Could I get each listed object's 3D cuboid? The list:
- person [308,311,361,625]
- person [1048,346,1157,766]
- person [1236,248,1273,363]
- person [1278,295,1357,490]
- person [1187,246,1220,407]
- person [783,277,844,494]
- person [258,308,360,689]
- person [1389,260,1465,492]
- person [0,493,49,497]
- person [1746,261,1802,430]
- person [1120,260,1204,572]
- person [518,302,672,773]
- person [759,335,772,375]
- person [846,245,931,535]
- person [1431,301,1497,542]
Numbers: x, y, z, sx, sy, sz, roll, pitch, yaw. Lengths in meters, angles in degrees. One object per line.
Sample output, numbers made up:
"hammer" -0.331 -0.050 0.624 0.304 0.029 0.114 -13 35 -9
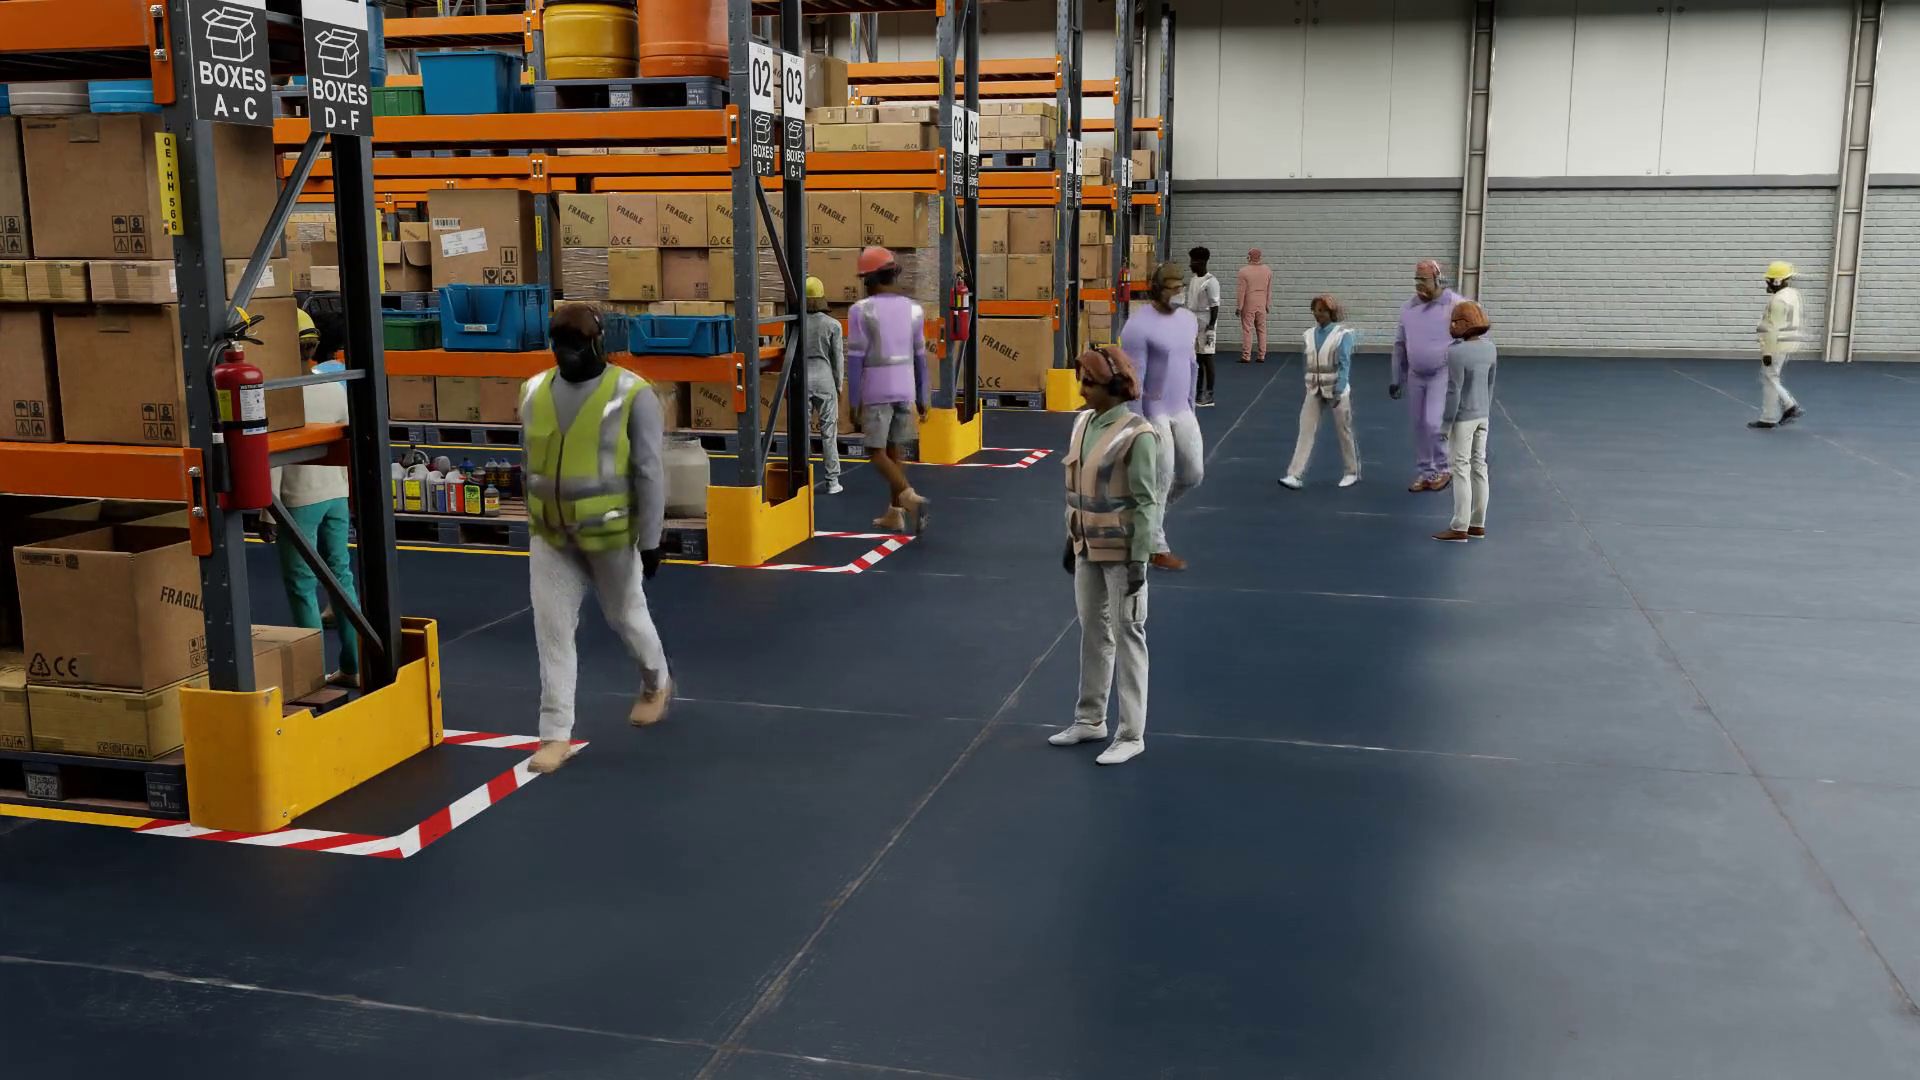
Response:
"person" -3.298 -0.379 8.876 0.414 1.667 0.547 4 11 20
"person" 0.580 0.058 6.532 0.313 1.639 0.513 -6 12 -29
"person" 4.873 -3.894 27.690 0.639 1.909 0.409 -4 11 -21
"person" 2.984 -1.195 13.604 0.885 1.591 0.528 -9 14 -42
"person" 2.977 -2.625 20.494 0.370 1.963 0.608 -3 11 -18
"person" -1.173 -1.238 13.415 0.487 1.746 0.290 0 10 0
"person" -2.922 -0.160 7.415 0.341 1.757 0.518 4 11 20
"person" 3.787 -1.302 13.381 0.450 1.884 0.702 -9 13 -40
"person" -6.079 -0.776 10.647 0.437 1.831 0.643 2 10 13
"person" 8.750 -2.072 17.824 0.429 1.819 0.616 8 13 37
"person" 1.245 -0.758 10.271 0.642 1.919 0.469 -9 14 -42
"person" -1.452 -0.050 6.671 0.633 1.812 0.901 3 11 14
"person" -2.278 -2.450 19.338 0.404 2.037 0.605 0 10 -1
"person" -0.437 -0.994 11.351 0.637 2.015 0.784 -7 13 -35
"person" 3.436 -0.800 11.301 0.498 1.632 0.285 -9 13 -39
